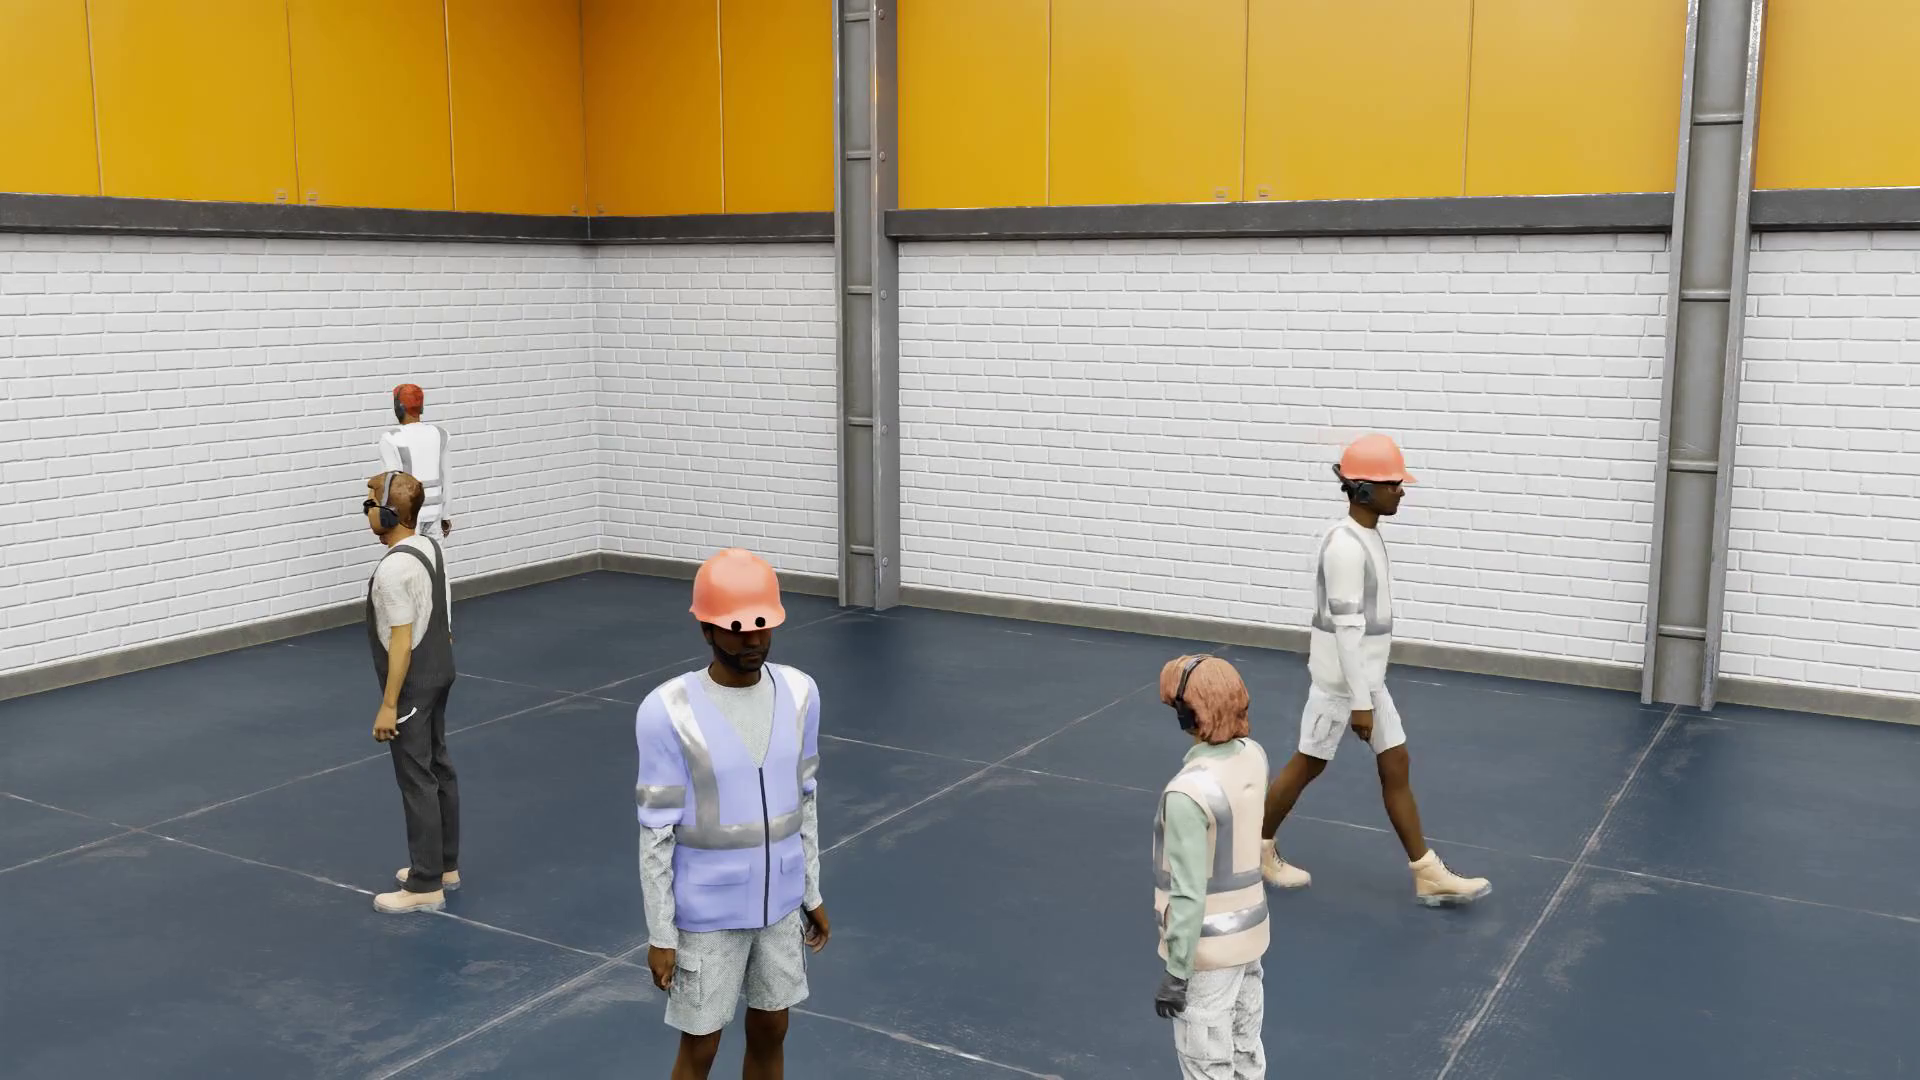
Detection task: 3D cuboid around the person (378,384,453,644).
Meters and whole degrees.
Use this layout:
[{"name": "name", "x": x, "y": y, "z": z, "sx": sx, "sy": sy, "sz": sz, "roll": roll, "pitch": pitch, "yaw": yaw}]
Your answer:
[{"name": "person", "x": -3.823, "y": -0.157, "z": 11.695, "sx": 0.341, "sy": 1.880, "sz": 0.587, "roll": 6, "pitch": 11, "yaw": 34}]

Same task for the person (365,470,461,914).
[{"name": "person", "x": -2.288, "y": 0.626, "z": 6.919, "sx": 0.344, "sy": 1.847, "sz": 0.507, "roll": 0, "pitch": 9, "yaw": 3}]

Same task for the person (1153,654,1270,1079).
[{"name": "person", "x": 0.679, "y": 1.115, "z": 4.523, "sx": 0.314, "sy": 1.636, "sz": 0.515, "roll": 6, "pitch": 11, "yaw": 31}]

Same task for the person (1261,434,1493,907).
[{"name": "person", "x": 1.672, "y": 0.553, "z": 6.942, "sx": 1.078, "sy": 1.987, "sz": 0.628, "roll": 4, "pitch": 10, "yaw": 25}]

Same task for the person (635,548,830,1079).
[{"name": "person", "x": -0.582, "y": 0.974, "z": 4.463, "sx": 0.552, "sy": 1.935, "sz": 0.370, "roll": -7, "pitch": 12, "yaw": -38}]
